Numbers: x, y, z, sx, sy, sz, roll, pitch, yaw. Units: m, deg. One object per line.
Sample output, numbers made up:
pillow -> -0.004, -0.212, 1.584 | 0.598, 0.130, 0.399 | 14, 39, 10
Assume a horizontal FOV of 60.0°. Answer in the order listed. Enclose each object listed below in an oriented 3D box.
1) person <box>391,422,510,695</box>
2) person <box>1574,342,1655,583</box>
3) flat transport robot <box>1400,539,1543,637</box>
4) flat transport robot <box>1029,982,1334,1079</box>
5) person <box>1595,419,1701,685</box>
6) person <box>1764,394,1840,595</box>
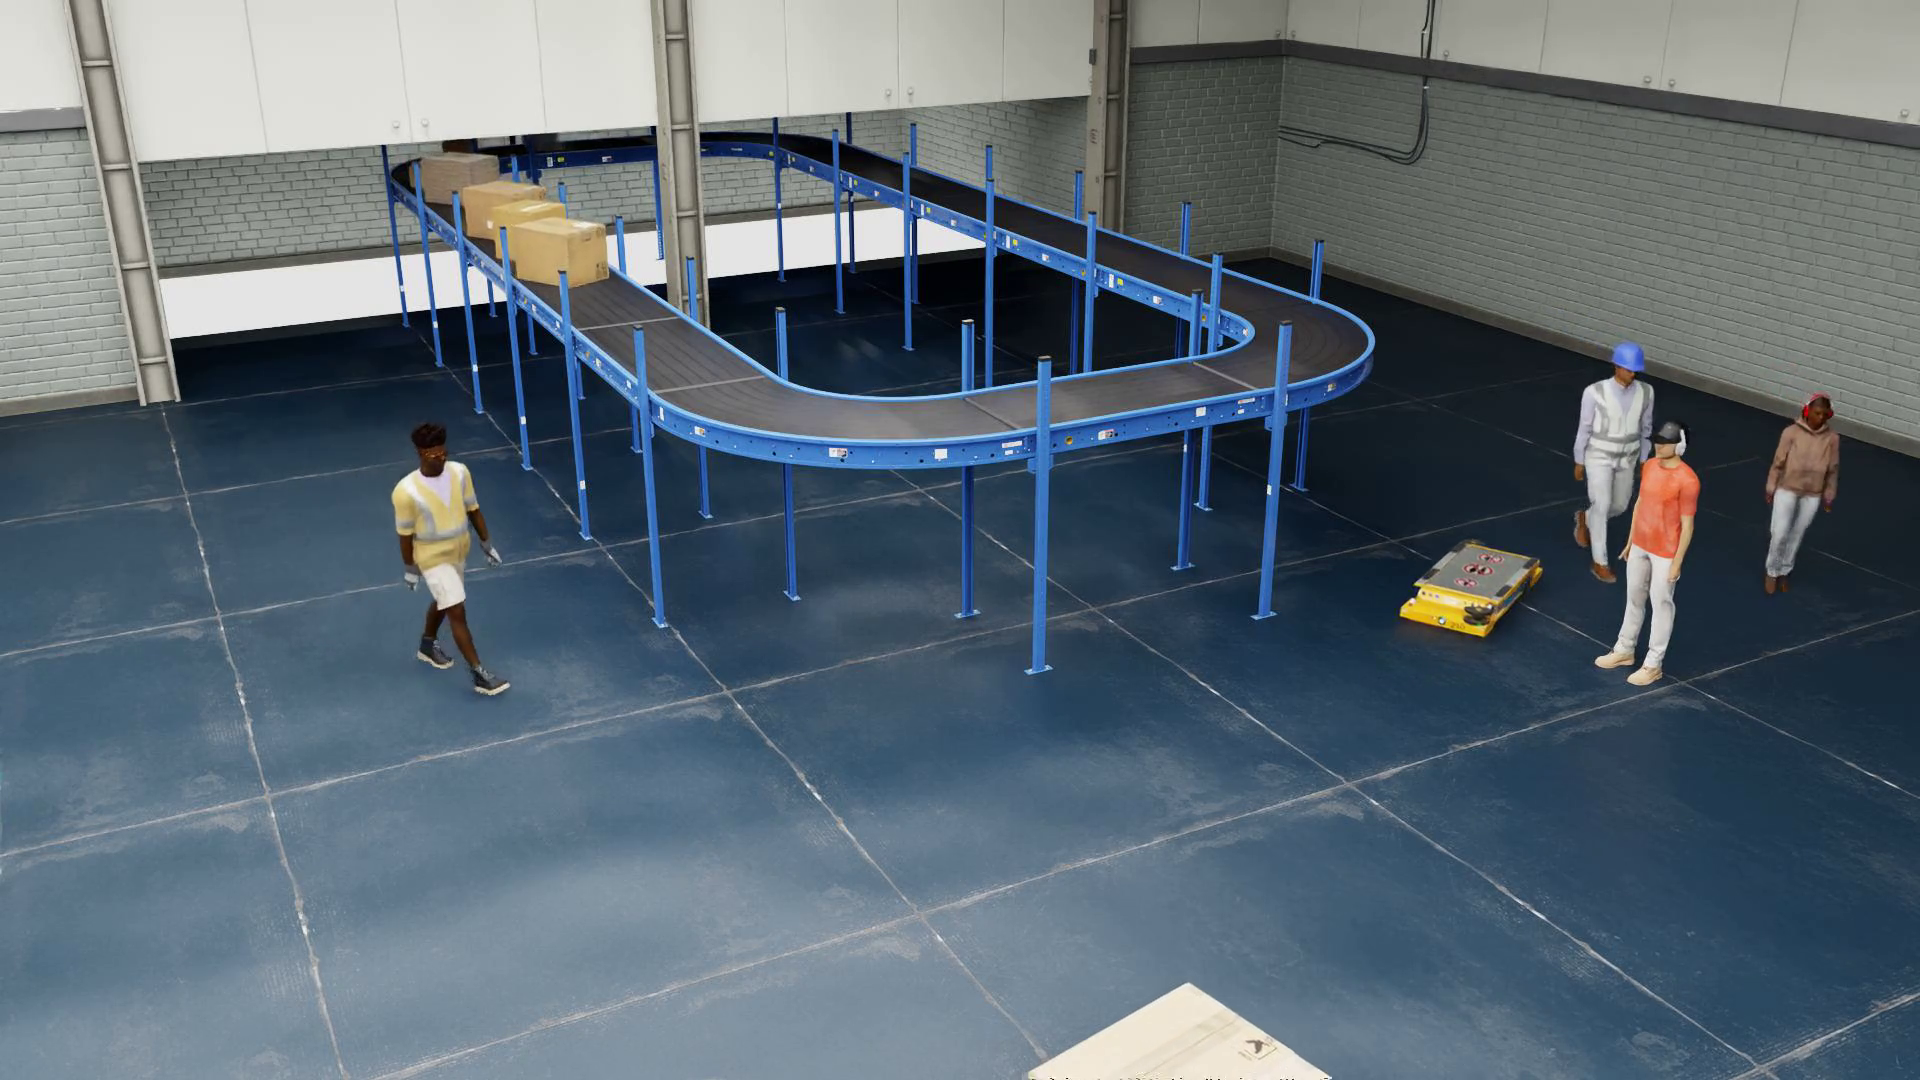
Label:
person -> -3.536, 0.094, 11.455 | 1.000, 1.917, 0.622 | 13, 25, 29
person -> 5.212, -0.681, 13.357 | 0.616, 1.920, 0.801 | -3, 22, -8
flat transport robot -> 4.014, 0.362, 12.982 | 0.659, 0.231, 1.431 | 15, 26, 32
flat transport robot -> 1.001, 2.854, 6.821 | 1.431, 0.231, 0.659 | -17, 28, -36
person -> 4.785, 0.081, 11.489 | 0.407, 1.912, 0.475 | -9, 24, -21
person -> 6.520, -0.343, 12.884 | 0.492, 1.630, 0.523 | 5, 23, 13
